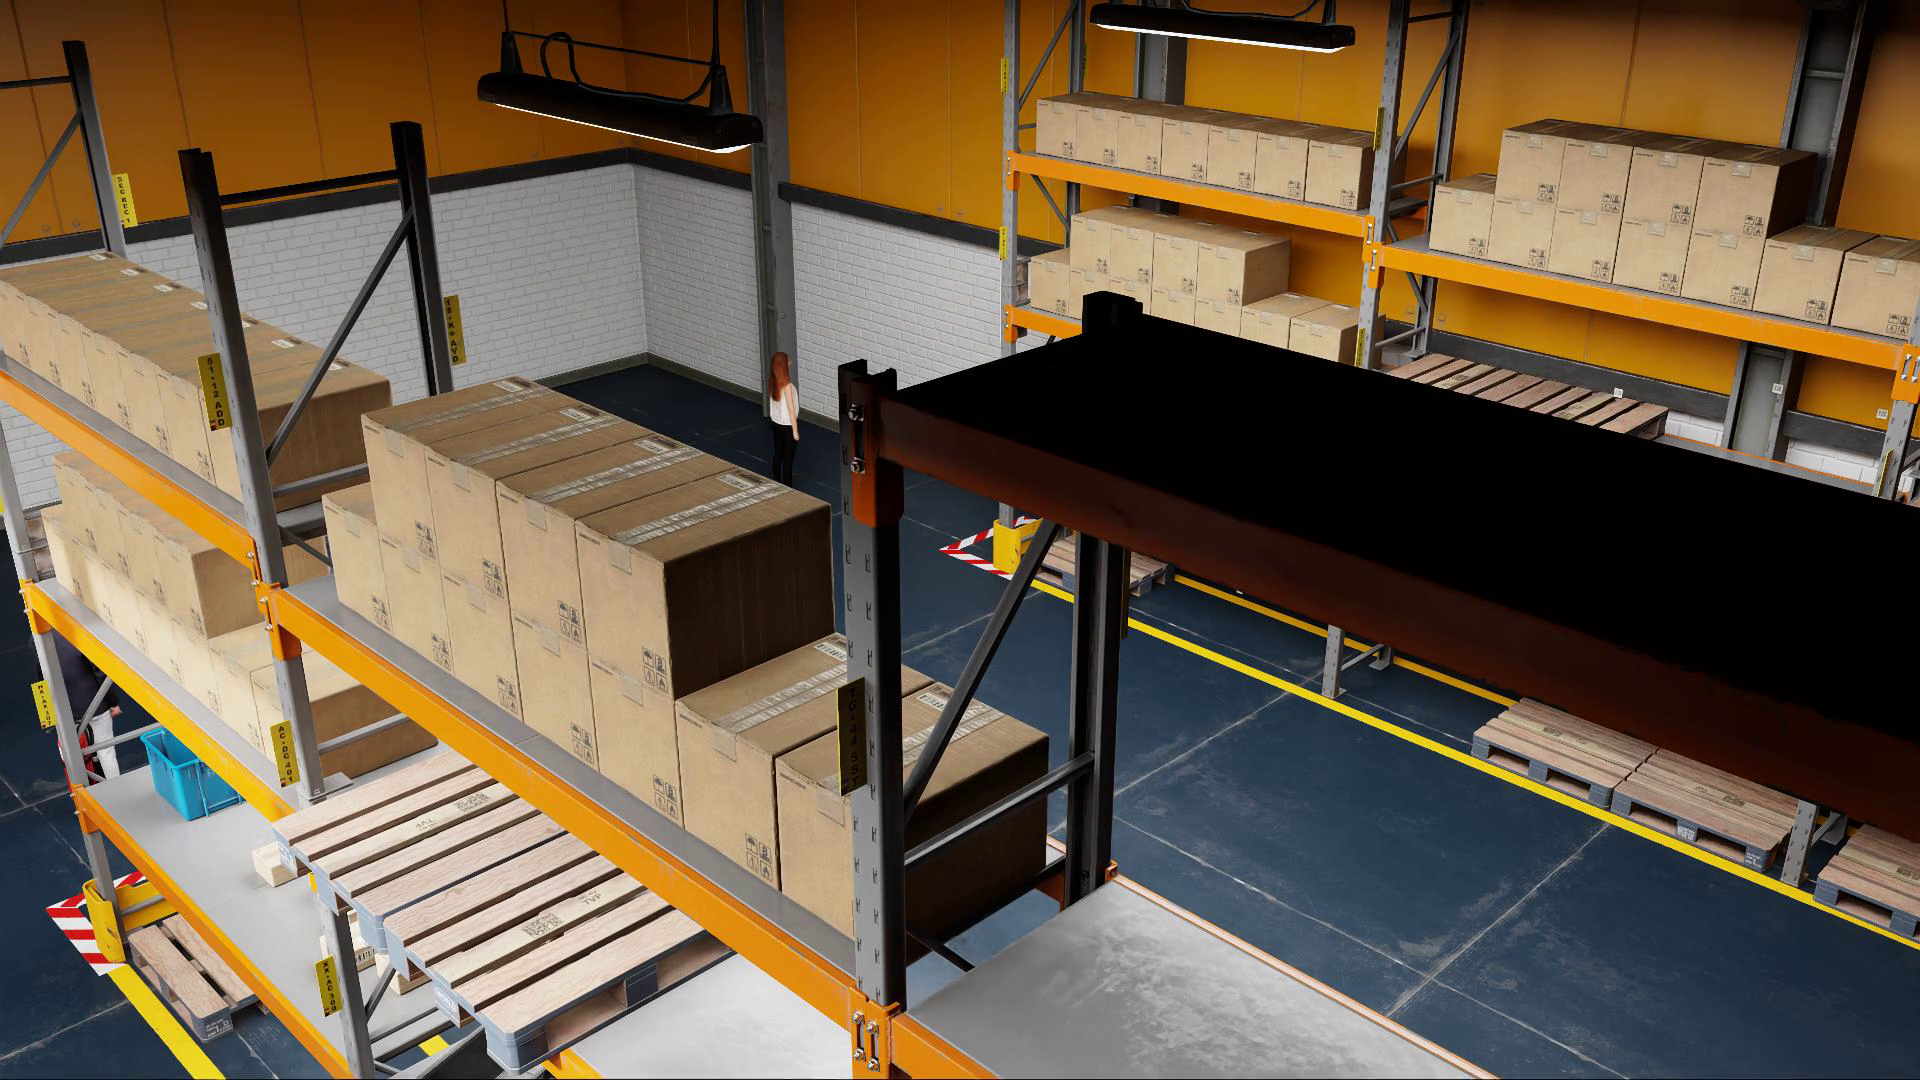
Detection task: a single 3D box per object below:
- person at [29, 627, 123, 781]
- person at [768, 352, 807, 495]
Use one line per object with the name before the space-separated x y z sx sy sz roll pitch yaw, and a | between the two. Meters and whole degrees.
person | -6.782 1.226 12.816 0.780 1.946 0.848 1 24 2
person | -2.003 -1.304 18.886 0.665 1.722 0.473 -17 29 -34
